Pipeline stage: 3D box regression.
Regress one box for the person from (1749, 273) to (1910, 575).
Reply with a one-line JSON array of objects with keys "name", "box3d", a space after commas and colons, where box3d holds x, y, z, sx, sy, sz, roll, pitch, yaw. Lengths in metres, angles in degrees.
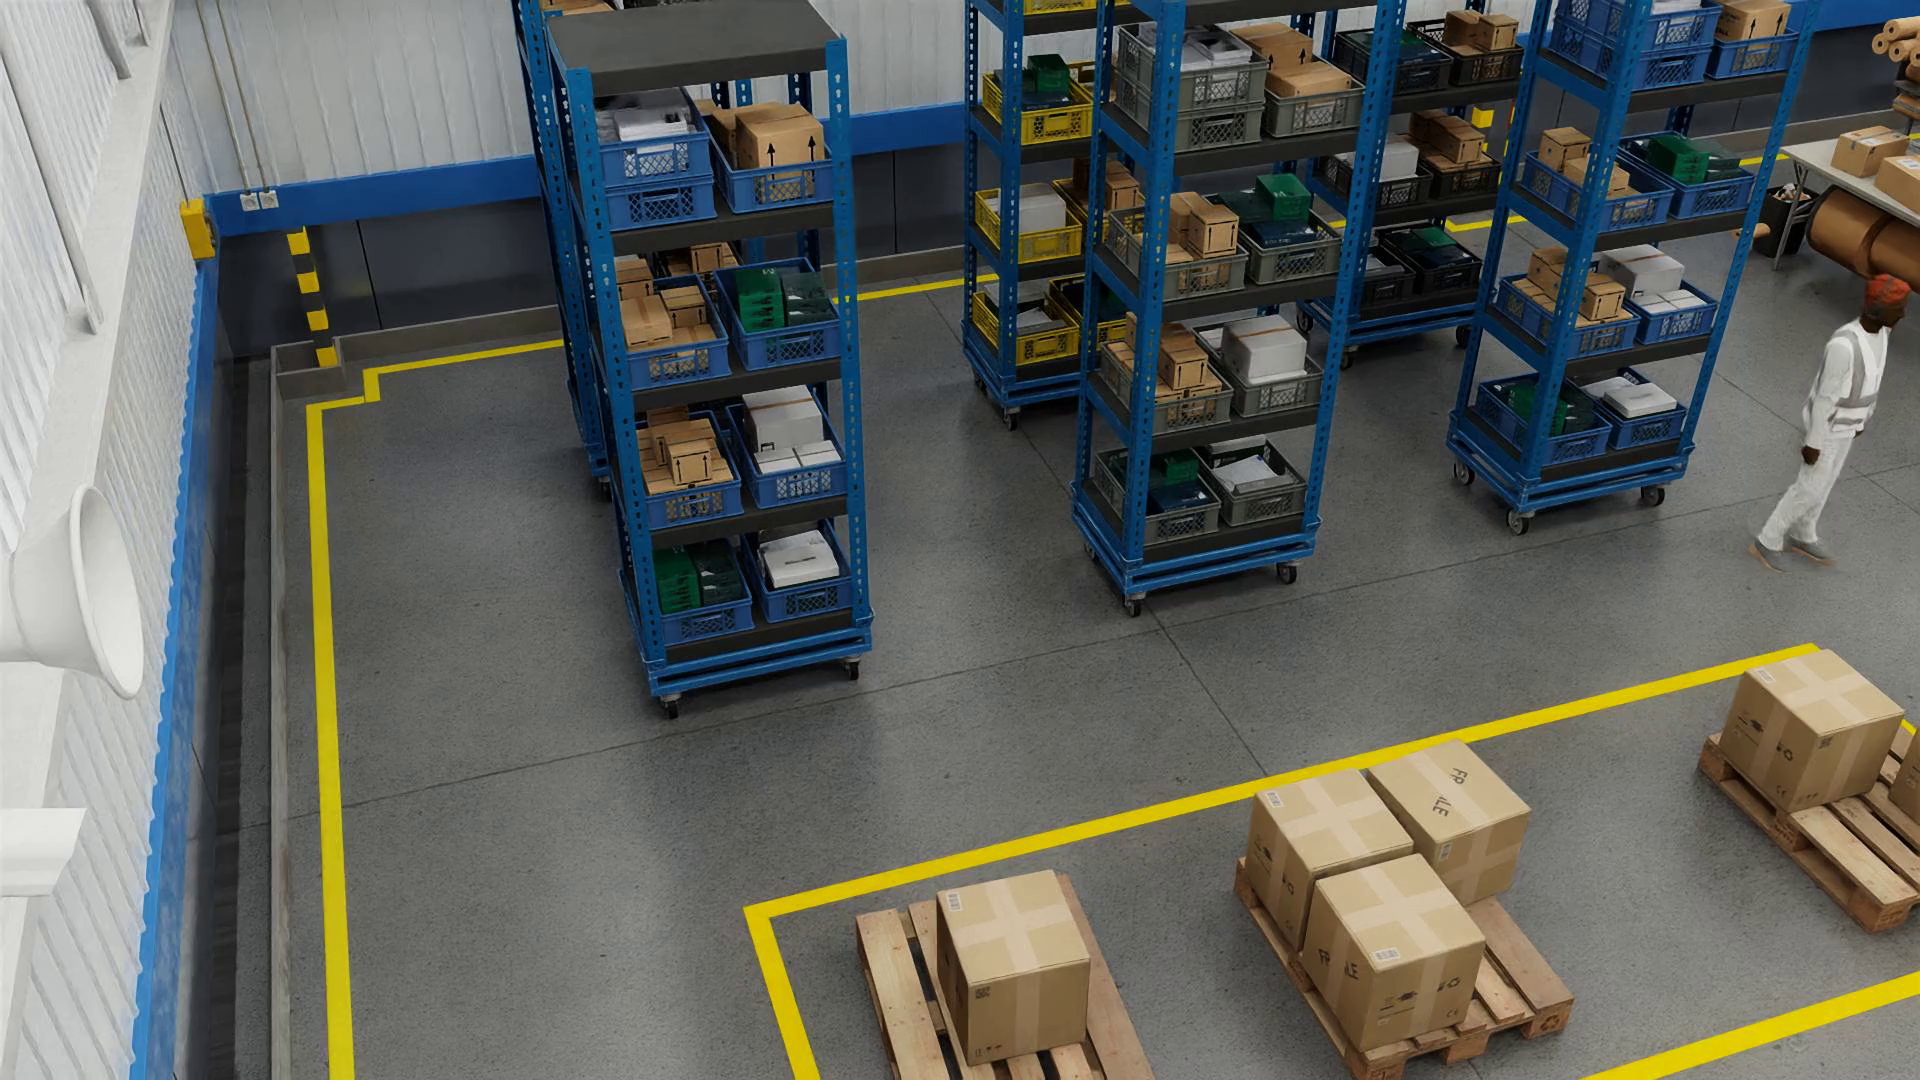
[{"name": "person", "box3d": [5.056, -0.660, 9.592, 0.580, 1.881, 0.370, -28, 44, -33]}]
